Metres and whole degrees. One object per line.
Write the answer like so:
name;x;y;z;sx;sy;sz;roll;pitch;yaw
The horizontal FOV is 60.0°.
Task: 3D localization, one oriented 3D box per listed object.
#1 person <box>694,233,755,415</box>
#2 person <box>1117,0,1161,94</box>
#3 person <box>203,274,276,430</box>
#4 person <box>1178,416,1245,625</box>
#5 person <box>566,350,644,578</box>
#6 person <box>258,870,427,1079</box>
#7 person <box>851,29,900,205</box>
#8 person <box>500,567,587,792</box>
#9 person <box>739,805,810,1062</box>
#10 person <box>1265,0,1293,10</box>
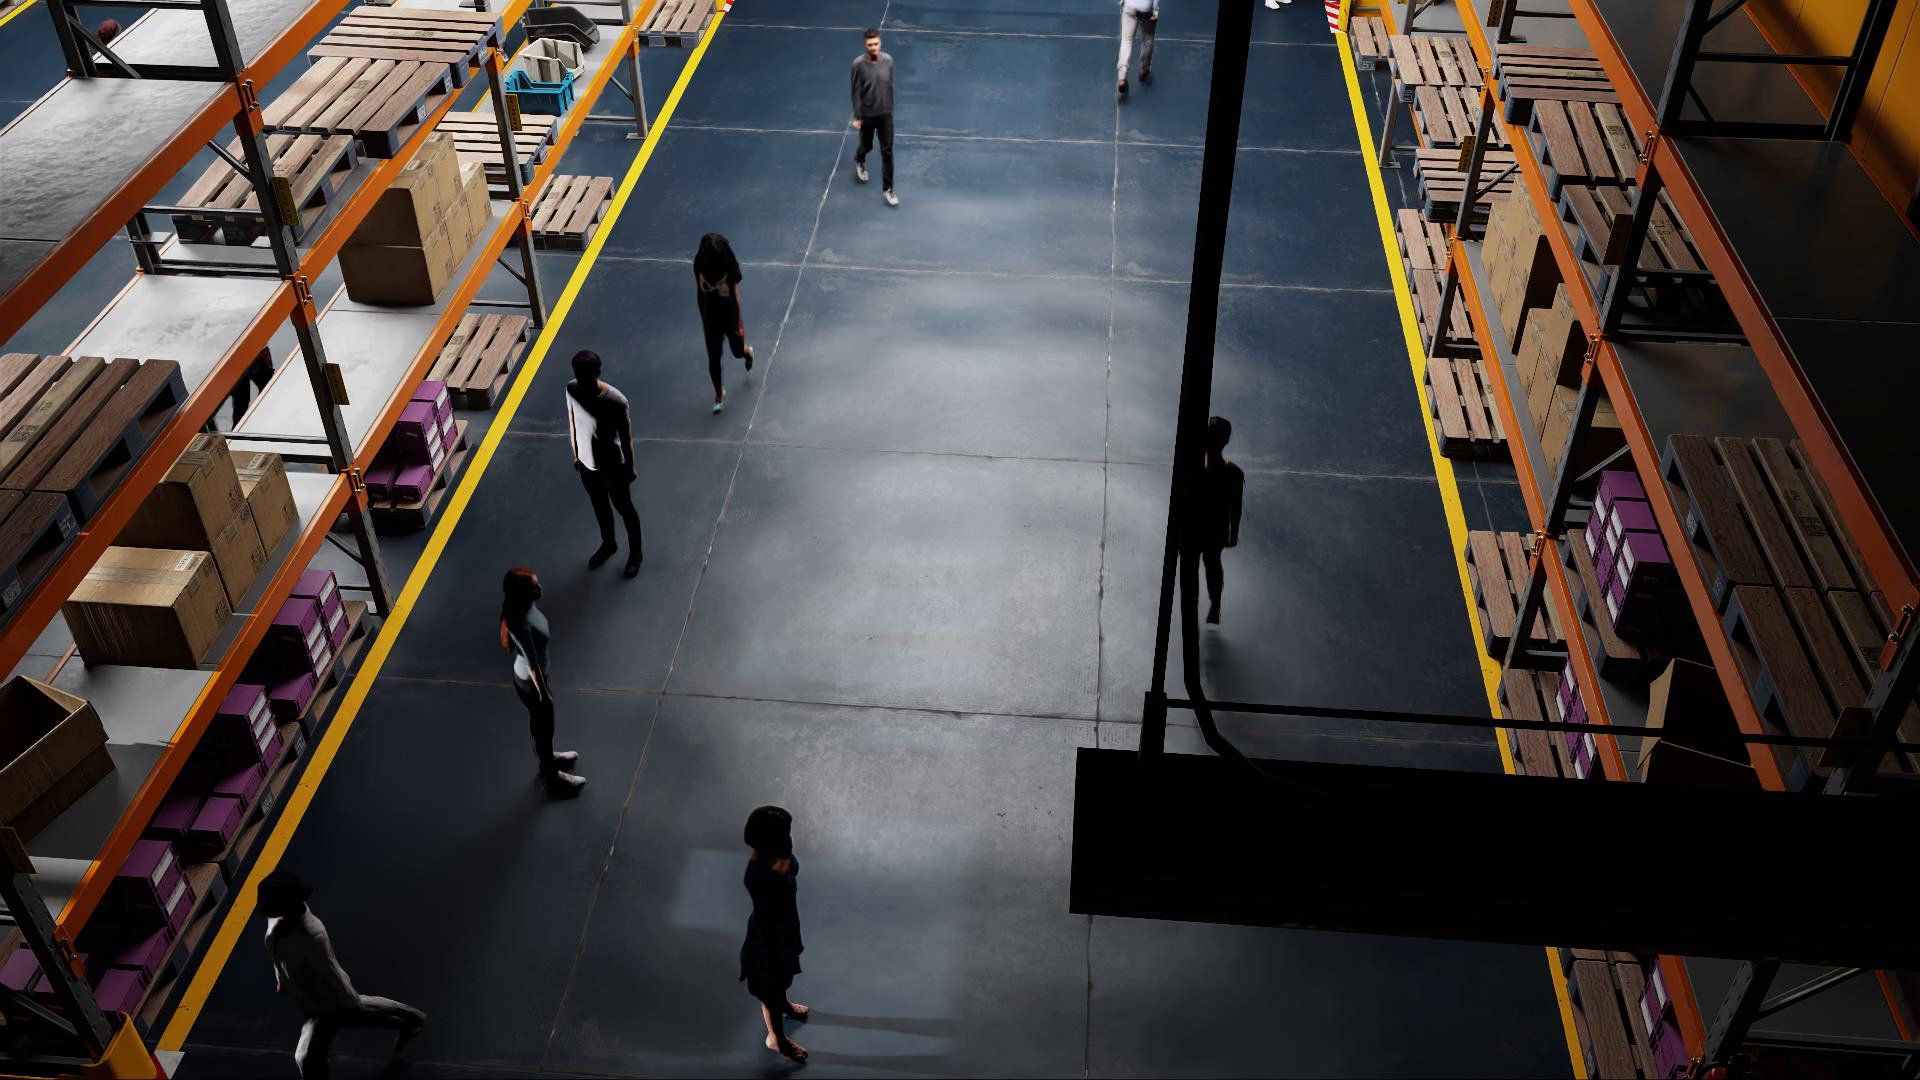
person;-1.931;-1.852;13.856;0.674;1.607;0.963;10;40;13
person;2.003;-5.976;18.817;0.831;1.861;1.265;10;40;12
person;-5.725;-1.411;13.192;0.745;1.746;1.059;1;39;1
person;1.700;-0.050;11.526;0.673;1.699;0.764;-1;39;-1
person;-2.577;-0.584;12.065;0.721;1.862;0.667;16;41;19
person;-3.228;2.264;8.604;1.052;1.729;1.170;32;48;33
person;-0.900;-4.350;16.883;0.970;1.733;1.226;-13;41;-16
person;-2.646;0.864;10.346;0.730;1.744;0.602;-10;40;-12
person;-0.967;2.063;8.794;0.742;1.807;0.532;0;39;0
person;4.108;-7.573;20.988;0.634;1.646;0.703;-30;48;-32
